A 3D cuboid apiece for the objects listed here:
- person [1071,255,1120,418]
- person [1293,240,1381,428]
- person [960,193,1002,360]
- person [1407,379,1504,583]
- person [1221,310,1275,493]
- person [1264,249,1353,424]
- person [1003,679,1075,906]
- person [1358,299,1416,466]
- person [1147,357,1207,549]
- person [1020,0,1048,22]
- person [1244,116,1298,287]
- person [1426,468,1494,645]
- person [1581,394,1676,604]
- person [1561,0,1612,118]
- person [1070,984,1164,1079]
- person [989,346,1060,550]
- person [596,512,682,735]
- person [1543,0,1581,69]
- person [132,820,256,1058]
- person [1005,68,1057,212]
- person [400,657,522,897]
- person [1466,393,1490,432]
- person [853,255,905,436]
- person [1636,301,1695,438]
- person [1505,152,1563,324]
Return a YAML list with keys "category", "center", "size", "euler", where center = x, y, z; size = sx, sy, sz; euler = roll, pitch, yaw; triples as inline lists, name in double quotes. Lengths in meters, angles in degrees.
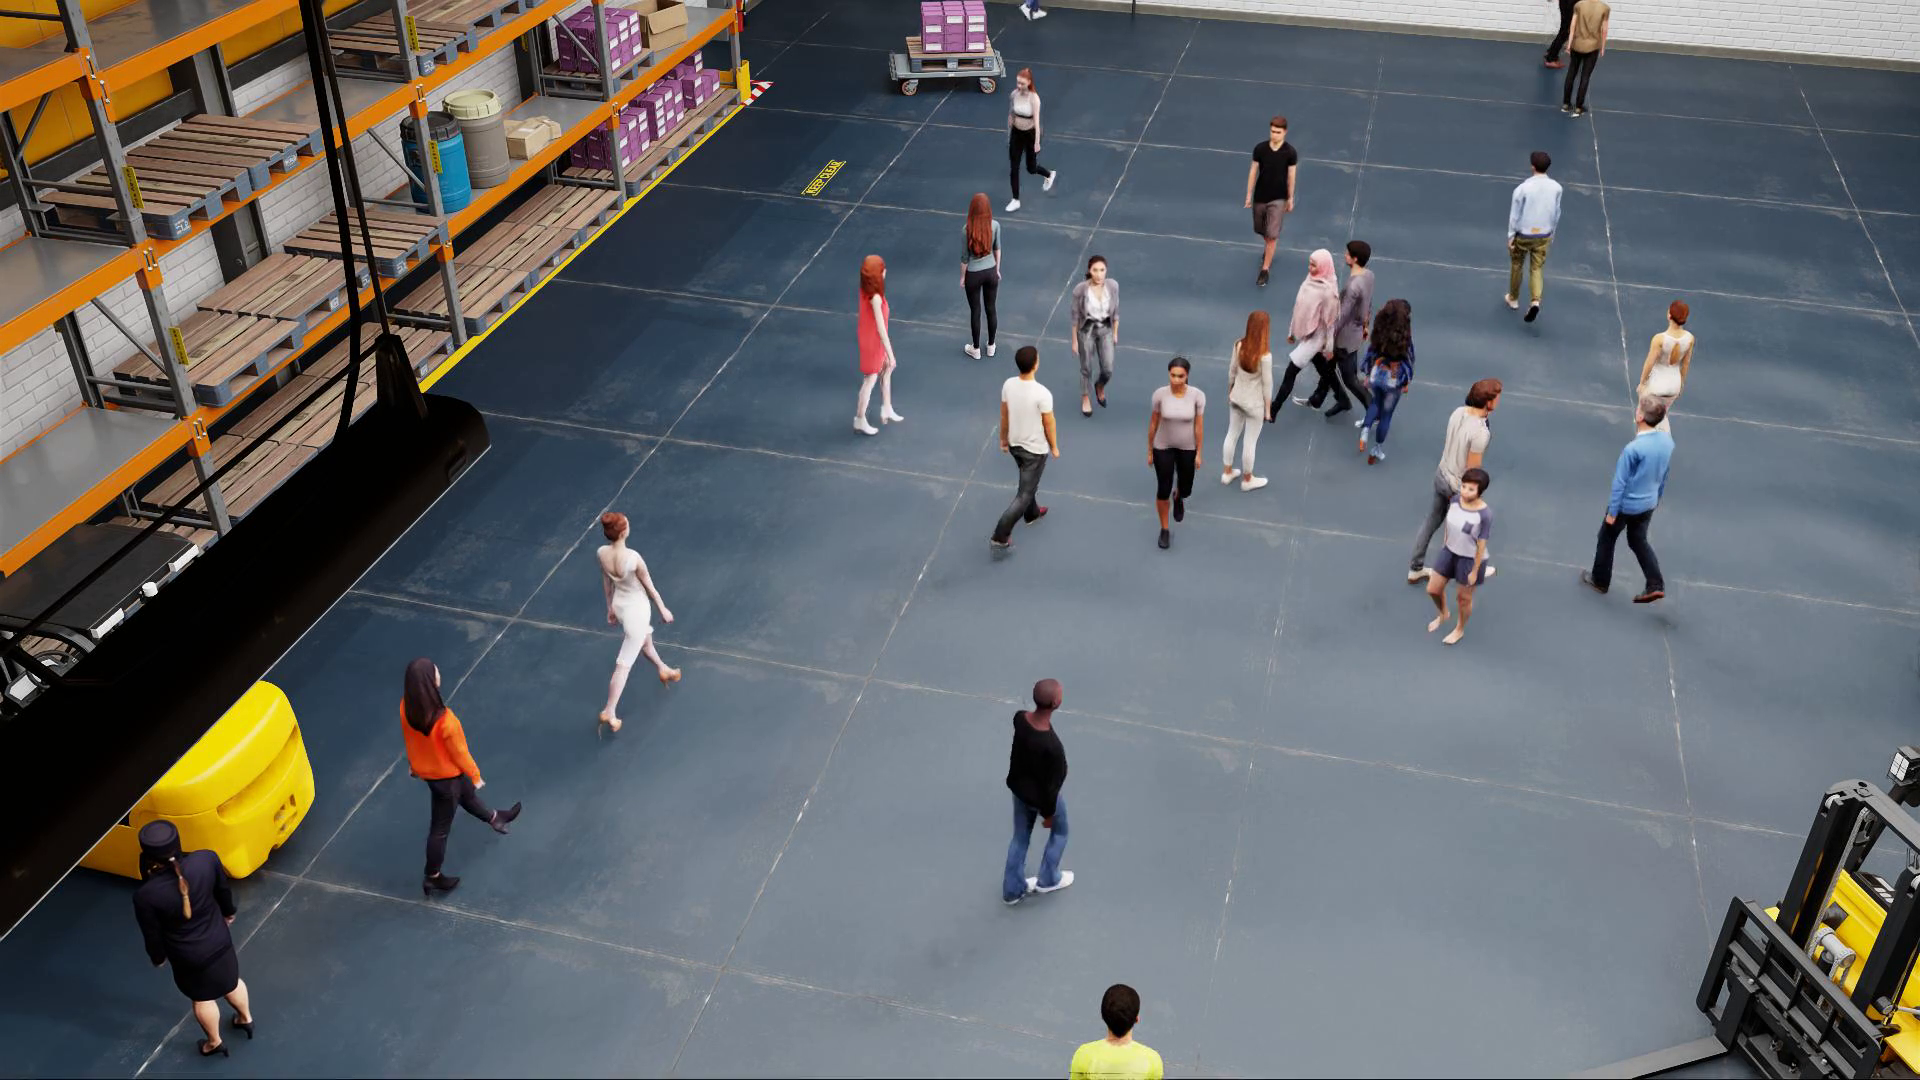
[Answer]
- category: "person"
  center: [1.262, -1.972, 15.830]
  size: [0.719, 1.665, 0.719]
  euler: [-5, 34, -7]
- category: "person"
  center: [3.716, -1.881, 15.559]
  size: [0.854, 1.814, 1.131]
  euler: [14, 36, 20]
- category: "person"
  center: [0.208, -2.664, 16.803]
  size: [0.669, 1.742, 0.690]
  euler: [-10, 35, -15]
- category: "person"
  center: [3.904, -0.426, 13.335]
  size: [1.041, 1.854, 1.038]
  euler: [-12, 36, -18]
- category: "person"
  center: [2.536, -1.226, 14.667]
  size: [0.710, 1.711, 0.692]
  euler: [-27, 42, -34]
- category: "person"
  center: [3.400, -1.870, 15.604]
  size: [1.069, 1.747, 1.279]
  euler: [-6, 34, -8]
- category: "person"
  center: [0.407, 1.619, 10.371]
  size: [0.864, 1.728, 0.794]
  euler: [-27, 42, -34]
- category: "person"
  center: [3.802, -1.399, 15.020]
  size: [0.783, 1.608, 0.742]
  euler: [-27, 42, -34]
- category: "person"
  center: [1.815, -0.785, 13.982]
  size: [0.660, 1.734, 0.816]
  euler: [5, 34, 8]
- category: "person"
  center: [1.160, -9.221, 26.567]
  size: [1.064, 1.854, 0.964]
  euler: [-27, 42, -34]
- category: "person"
  center: [3.479, -3.821, 18.460]
  size: [0.818, 1.834, 1.205]
  euler: [15, 36, 21]
- category: "person"
  center: [3.922, 0.100, 12.815]
  size: [0.720, 1.553, 0.674]
  euler: [-25, 41, -33]
- category: "person"
  center: [5.388, -0.261, 13.143]
  size: [1.044, 1.791, 1.123]
  euler: [-19, 38, -26]
- category: "person"
  center: [8.612, -6.797, 22.918]
  size: [0.762, 1.855, 0.768]
  euler: [21, 39, 28]
- category: "person"
  center: [0.767, 2.982, 8.349]
  size: [0.711, 1.697, 0.764]
  euler: [0, 34, 0]
- category: "person"
  center: [0.502, -0.741, 13.879]
  size: [0.993, 1.775, 1.222]
  euler: [26, 41, 33]
- category: "person"
  center: [-2.410, 0.626, 11.853]
  size: [0.860, 1.742, 1.160]
  euler: [22, 39, 29]
- category: "person"
  center: [8.960, -7.814, 24.549]
  size: [0.892, 1.743, 0.601]
  euler: [-3, 34, -5]
- category: "person"
  center: [-4.332, 2.279, 9.431]
  size: [0.832, 1.670, 0.689]
  euler: [21, 39, 28]
- category: "person"
  center: [0.848, -4.866, 20.133]
  size: [0.911, 1.721, 1.129]
  euler: [28, 43, 35]
- category: "person"
  center: [-3.352, 1.540, 10.512]
  size: [0.949, 1.703, 1.198]
  euler: [25, 41, 33]
- category: "person"
  center: [4.368, -0.754, 14.404]
  size: [0.704, 1.217, 0.741]
  euler: [-25, 41, -33]
- category: "person"
  center: [-0.900, -1.773, 15.403]
  size: [0.870, 1.807, 0.827]
  euler: [-9, 35, -13]
- category: "person"
  center: [6.327, -1.359, 14.929]
  size: [0.642, 1.642, 0.659]
  euler: [-5, 34, -7]
- category: "person"
  center: [6.048, -3.164, 17.513]
  size: [0.850, 1.788, 1.149]
  euler: [2, 34, 3]
